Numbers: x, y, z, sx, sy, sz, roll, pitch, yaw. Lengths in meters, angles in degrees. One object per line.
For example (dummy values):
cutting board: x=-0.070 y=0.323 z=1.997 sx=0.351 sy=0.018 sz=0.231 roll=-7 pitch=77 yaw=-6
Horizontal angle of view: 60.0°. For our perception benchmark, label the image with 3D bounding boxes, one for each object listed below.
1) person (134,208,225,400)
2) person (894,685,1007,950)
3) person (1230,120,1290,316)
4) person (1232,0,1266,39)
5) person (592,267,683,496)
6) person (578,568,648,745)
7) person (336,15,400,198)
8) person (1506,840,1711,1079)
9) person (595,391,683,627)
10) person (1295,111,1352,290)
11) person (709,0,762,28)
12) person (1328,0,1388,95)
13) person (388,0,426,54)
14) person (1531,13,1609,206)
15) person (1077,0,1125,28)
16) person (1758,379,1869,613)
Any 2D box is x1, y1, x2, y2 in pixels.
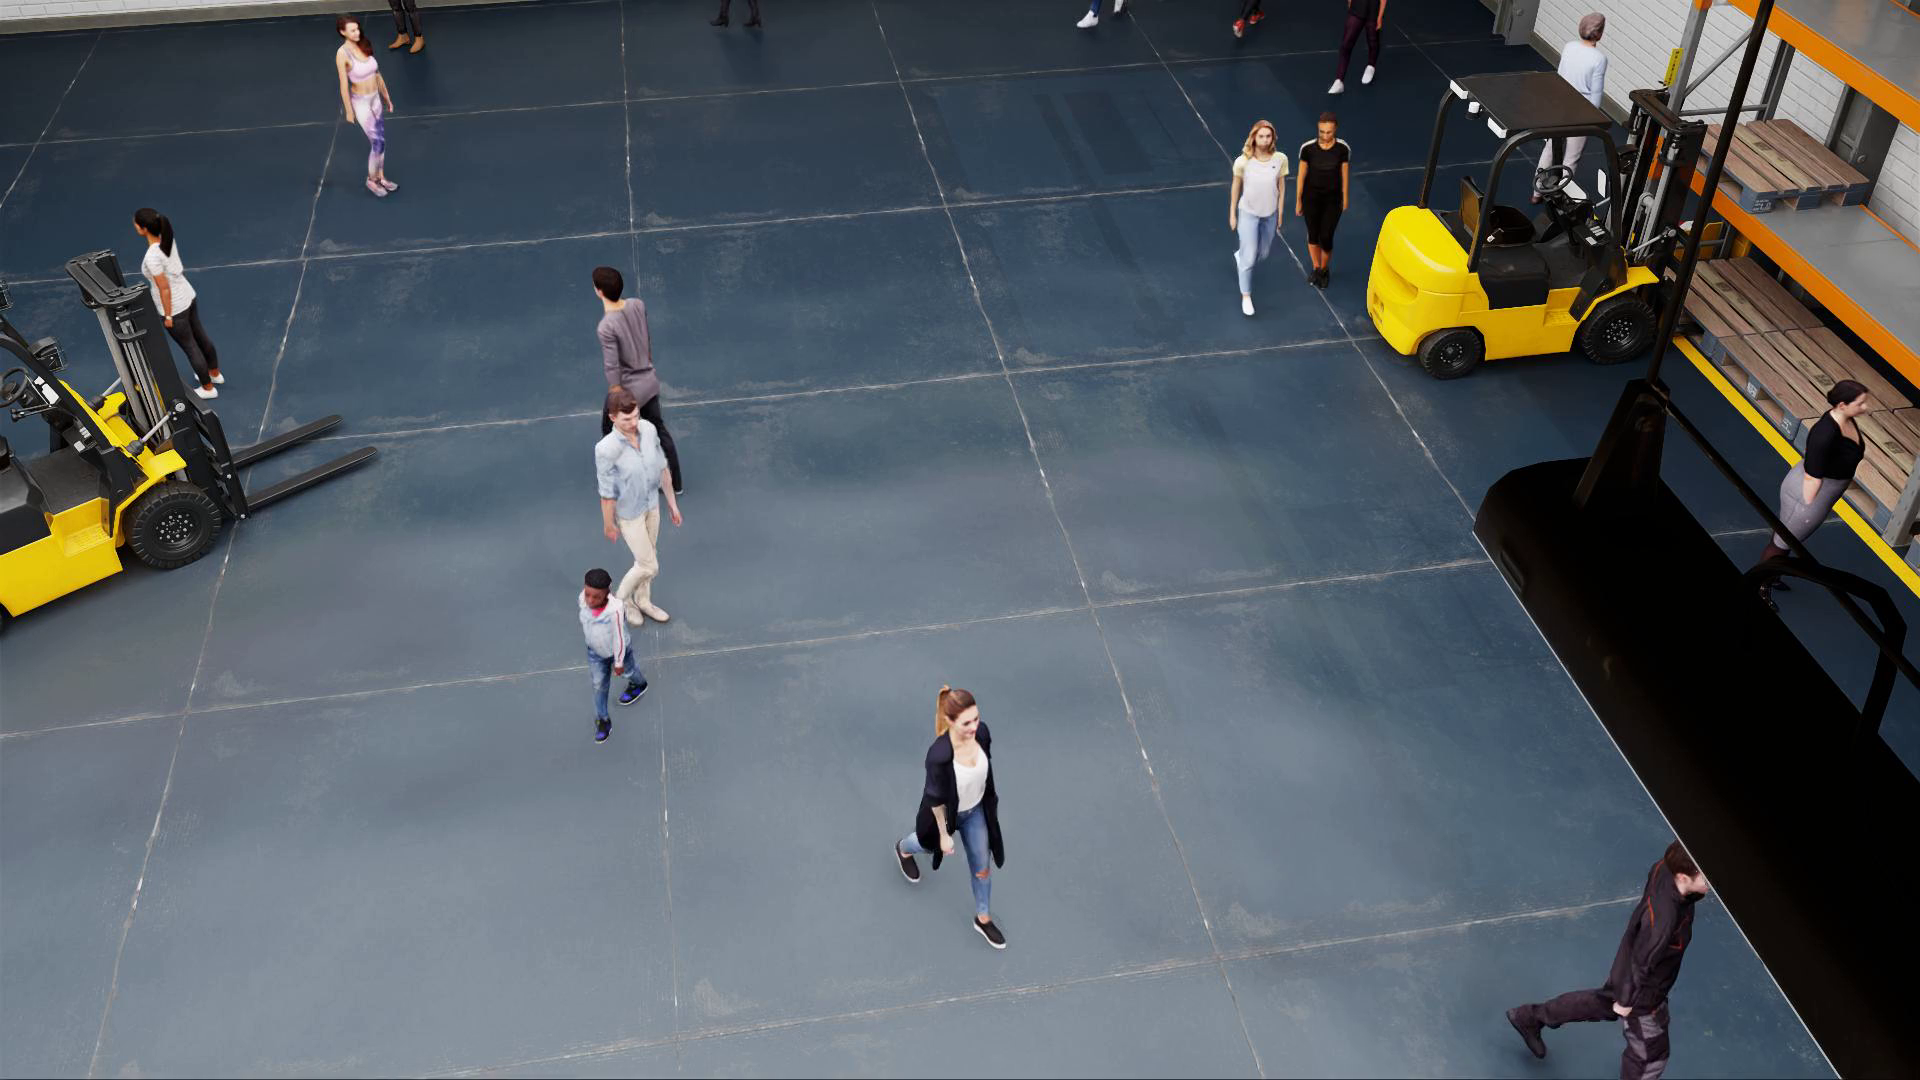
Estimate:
person: x=-6.130 y=-1.859 z=13.037 sx=0.658 sy=1.646 sz=0.502 roll=0 pitch=39 yaw=0
person: x=-0.096 y=1.412 z=8.941 sx=0.971 sy=1.647 sz=1.208 roll=-26 pitch=45 yaw=-28
person: x=2.503 y=-2.795 z=14.162 sx=0.624 sy=1.706 sz=0.909 roll=-5 pitch=39 yaw=-6
person: x=3.352 y=-6.603 z=18.870 sx=1.200 sy=1.779 sz=1.249 roll=24 pitch=44 yaw=27
person: x=-2.291 y=-1.087 z=11.933 sx=0.958 sy=1.818 sz=0.900 roll=22 pitch=44 yaw=25
person: x=-2.146 y=0.613 z=10.277 sx=0.735 sy=1.227 sz=0.907 roll=16 pitch=41 yaw=20
person: x=-5.704 y=-4.136 z=15.799 sx=0.759 sy=1.758 sz=0.679 roll=12 pitch=40 yaw=15
person: x=3.174 y=2.066 z=7.931 sx=1.171 sy=1.886 sz=1.205 roll=16 pitch=41 yaw=19
person: x=-2.173 y=-0.233 z=10.853 sx=0.863 sy=1.831 sz=0.801 roll=24 pitch=44 yaw=27
person: x=3.163 y=-3.012 z=14.481 sx=0.733 sy=1.646 sz=0.763 roll=10 pitch=40 yaw=12
person: x=-2.474 y=-6.633 z=19.081 sx=0.785 sy=1.563 sz=0.843 roll=3 pitch=39 yaw=4
person: x=4.376 y=-5.673 z=17.735 sx=1.072 sy=1.744 sz=1.167 roll=21 pitch=43 yaw=24
person: x=-6.317 y=-6.350 z=18.599 sx=0.728 sy=1.723 sz=0.736 roll=16 pitch=41 yaw=19
person: x=5.714 y=-3.981 z=15.495 sx=0.792 sy=1.894 sz=0.653 roll=-21 pitch=43 yaw=-24
person: x=1.712 y=-6.906 z=19.199 sx=1.103 sy=1.842 sz=1.164 roll=-27 pitch=46 yaw=-30
person: x=5.612 y=-0.314 z=11.011 sx=0.825 sy=1.760 sz=0.773 roll=26 pitch=45 yaw=29
